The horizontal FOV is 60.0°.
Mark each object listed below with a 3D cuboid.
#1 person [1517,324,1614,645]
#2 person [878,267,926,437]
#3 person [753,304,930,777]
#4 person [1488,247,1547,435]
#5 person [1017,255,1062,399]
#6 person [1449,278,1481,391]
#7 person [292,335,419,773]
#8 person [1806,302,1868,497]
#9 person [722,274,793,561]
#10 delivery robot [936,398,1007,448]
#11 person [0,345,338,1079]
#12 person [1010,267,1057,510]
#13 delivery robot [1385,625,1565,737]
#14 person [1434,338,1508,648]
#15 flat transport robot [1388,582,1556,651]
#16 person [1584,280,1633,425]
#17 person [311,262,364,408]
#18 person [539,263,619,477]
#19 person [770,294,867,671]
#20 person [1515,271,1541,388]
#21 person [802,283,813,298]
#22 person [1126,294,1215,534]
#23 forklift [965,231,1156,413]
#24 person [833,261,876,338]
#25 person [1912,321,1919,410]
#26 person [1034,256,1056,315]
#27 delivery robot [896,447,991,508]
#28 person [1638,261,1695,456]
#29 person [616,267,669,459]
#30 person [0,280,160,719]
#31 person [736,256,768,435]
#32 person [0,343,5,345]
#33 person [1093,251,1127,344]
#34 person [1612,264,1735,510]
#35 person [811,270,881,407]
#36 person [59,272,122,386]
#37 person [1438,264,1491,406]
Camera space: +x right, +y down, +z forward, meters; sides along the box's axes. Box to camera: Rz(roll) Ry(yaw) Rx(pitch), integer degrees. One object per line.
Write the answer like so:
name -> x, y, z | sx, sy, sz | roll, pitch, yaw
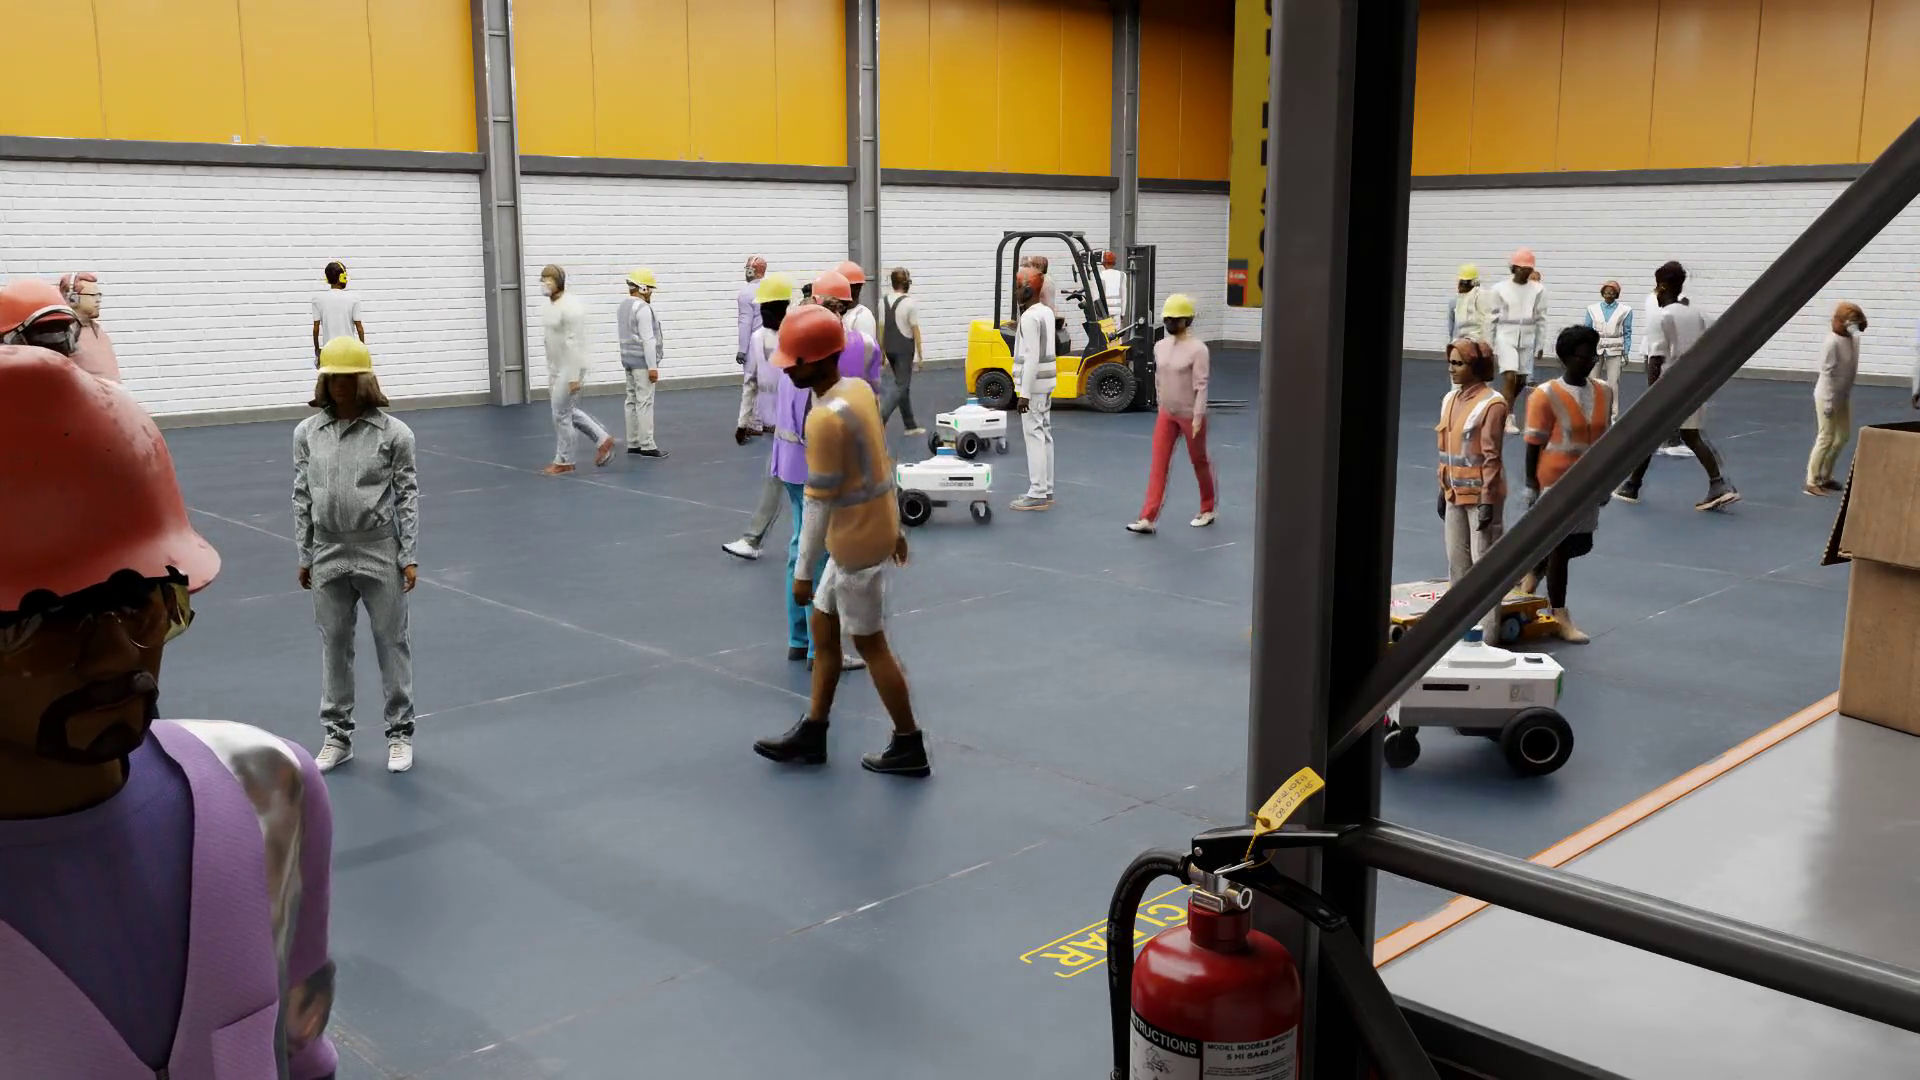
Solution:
person -> 3.185, -0.320, 8.876 | 0.537, 1.673, 0.646 | -4, 11, -22
person -> -0.659, -1.941, 17.361 | 0.519, 1.816, 0.887 | 9, 13, 39
person -> -0.493, 0.022, 6.478 | 0.810, 1.874, 0.628 | 1, 10, 7
person -> 6.044, -2.175, 18.120 | 0.608, 2.012, 0.893 | 0, 10, 3
person -> 1.021, -2.757, 21.631 | 0.843, 1.878, 0.636 | -1, 10, -6
person -> 6.534, -2.571, 21.381 | 0.505, 1.596, 0.796 | 6, 12, 29
person -> -2.390, 0.066, 6.590 | 0.484, 1.746, 0.291 | 0, 10, -2
person -> 7.125, -1.134, 13.529 | 0.537, 1.597, 0.410 | -7, 13, -34
person -> -1.222, -0.818, 11.061 | 0.613, 1.868, 1.006 | 10, 14, 44
delivery robot -> 0.116, -1.134, 16.127 | 0.707, 0.478, 0.477 | -9, 14, -40
person -> -0.760, 0.849, 1.508 | 0.379, 2.044, 0.607 | 5, 12, 26
person -> 0.576, -1.171, 12.964 | 0.337, 1.880, 0.585 | 3, 11, 17
delivery robot -> 2.057, 0.584, 6.756 | 0.707, 0.478, 0.477 | 1, 10, 3
person -> 2.562, -0.201, 8.365 | 0.324, 1.626, 0.509 | -3, 11, -15
flat transport robot -> 2.445, 0.400, 8.793 | 1.431, 0.197, 0.652 | -6, 12, -28
person -> 7.165, -2.057, 18.457 | 0.513, 1.640, 0.309 | 5, 12, 26
person -> -6.312, -1.892, 16.946 | 0.528, 1.864, 0.315 | -1, 10, -7
person -> -3.387, -1.501, 14.750 | 0.753, 1.891, 0.701 | -8, 13, -38
person -> -0.719, -0.277, 8.184 | 0.390, 1.846, 0.564 | -5, 11, -24
person -> 8.010, -2.964, 23.419 | 0.285, 1.631, 0.501 | -4, 11, -19
person -> -1.339, -1.596, 15.827 | 0.539, 1.687, 0.334 | 6, 12, 31
person -> 1.577, -0.904, 11.955 | 0.534, 1.710, 0.936 | 10, 15, 44
forklift -> 1.222, -2.721, 20.561 | 2.313, 2.155, 1.214 | 2, 11, 13
person -> -0.848, -1.156, 12.735 | 0.366, 1.936, 0.545 | -6, 12, -28
person -> 7.899, -1.233, 13.268 | 0.560, 1.904, 0.717 | 9, 14, 42
person -> 1.110, -3.054, 23.340 | 0.429, 1.845, 0.621 | -3, 11, -15
delivery robot -> -0.121, -0.451, 12.400 | 0.707, 0.478, 0.477 | -1, 10, -2
person -> 6.843, -1.760, 16.164 | 0.450, 1.882, 0.654 | -2, 11, -11
person -> -3.044, -1.689, 15.945 | 0.403, 1.825, 0.586 | -7, 13, -35
person -> -3.057, 0.111, 5.698 | 0.407, 1.982, 0.612 | 3, 11, 17
person -> -2.175, -2.077, 17.823 | 0.409, 1.913, 0.645 | 6, 12, 31
person -> -3.726, 0.072, 6.306 | 0.623, 1.843, 0.363 | -9, 14, -41
person -> 2.289, -3.490, 25.616 | 0.574, 1.880, 0.355 | -4, 11, -20
person -> 5.624, -1.190, 13.021 | 0.658, 1.912, 1.002 | -5, 12, -26
person -> -0.716, -0.551, 9.432 | 0.548, 1.937, 0.379 | -6, 12, -28
person -> -5.523, -0.743, 10.587 | 0.433, 1.904, 0.656 | 0, 10, 0
person -> 6.233, -2.484, 20.411 | 0.933, 1.763, 0.676 | -2, 11, -11
